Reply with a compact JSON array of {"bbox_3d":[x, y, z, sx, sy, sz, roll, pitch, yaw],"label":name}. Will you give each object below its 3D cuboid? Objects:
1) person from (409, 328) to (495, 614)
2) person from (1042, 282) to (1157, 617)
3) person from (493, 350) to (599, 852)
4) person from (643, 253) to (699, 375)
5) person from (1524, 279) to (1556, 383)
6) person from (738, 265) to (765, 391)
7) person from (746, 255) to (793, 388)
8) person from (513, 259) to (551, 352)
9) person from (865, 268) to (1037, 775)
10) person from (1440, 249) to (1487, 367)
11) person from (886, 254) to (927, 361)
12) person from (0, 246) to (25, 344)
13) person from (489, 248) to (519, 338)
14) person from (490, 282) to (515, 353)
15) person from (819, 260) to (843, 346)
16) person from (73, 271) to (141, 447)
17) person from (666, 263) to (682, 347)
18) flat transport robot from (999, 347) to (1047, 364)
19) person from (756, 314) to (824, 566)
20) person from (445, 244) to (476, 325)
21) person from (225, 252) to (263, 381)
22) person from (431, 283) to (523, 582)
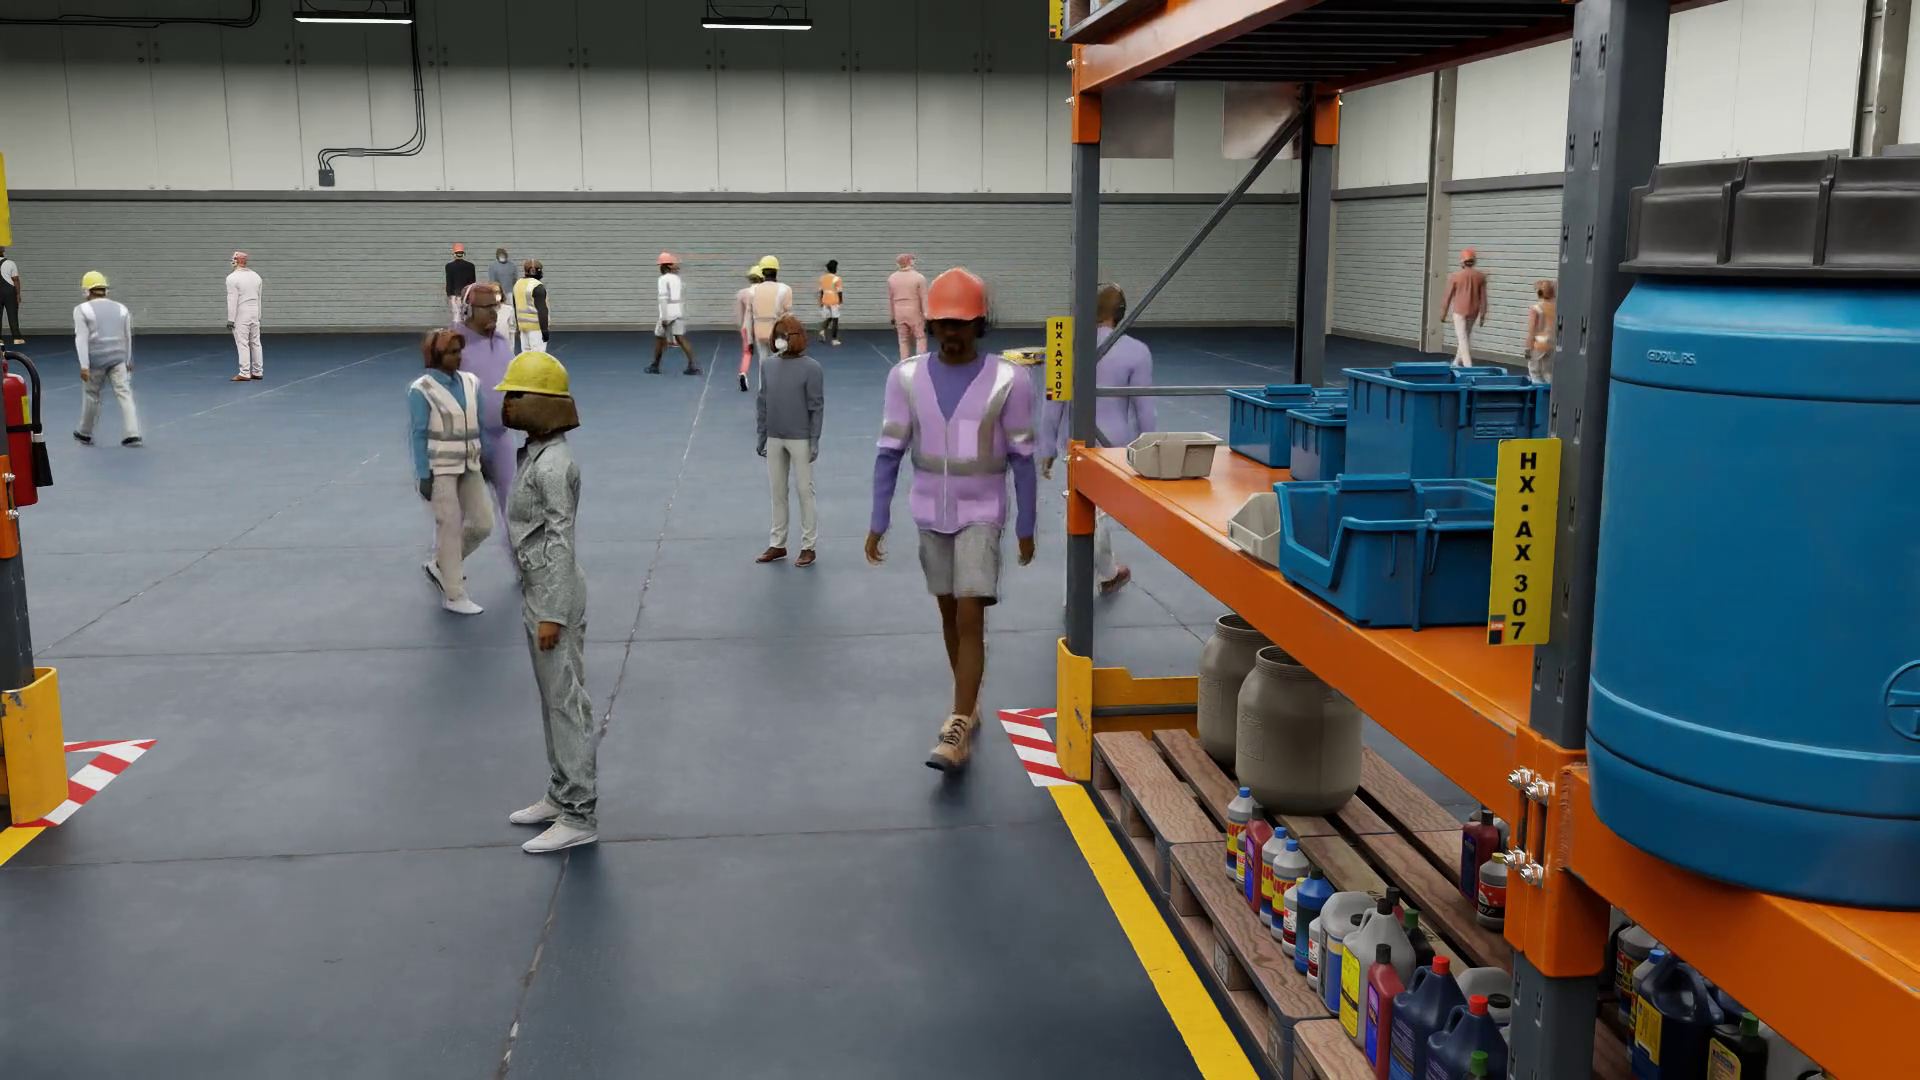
[{"bbox_3d":[-2.898,-0.388,9.419,0.409,1.625,0.542,5,11,26],"label":"person"},{"bbox_3d":[0.815,-0.529,9.542,0.637,1.875,1.041,6,12,30],"label":"person"},{"bbox_3d":[-1.455,0.211,5.829,0.286,1.746,0.490,-4,11,-21],"label":"person"},{"bbox_3d":[-4.475,-3.504,25.812,0.999,1.893,0.562,5,12,27],"label":"person"},{"bbox_3d":[6.939,-2.274,19.758,0.538,1.625,0.423,-5,11,-25],"label":"person"},{"bbox_3d":[-2.849,-2.938,23.108,0.528,1.740,0.742,2,11,10],"label":"person"},{"bbox_3d":[-2.259,-2.431,19.848,0.603,1.910,0.442,3,11,15],"label":"person"},{"bbox_3d":[-5.625,-2.784,21.989,0.631,1.839,0.428,10,14,42],"label":"person"},{"bbox_3d":[-0.052,-0.078,6.703,0.642,1.992,0.998,4,11,20],"label":"person"},{"bbox_3d":[7.823,-3.528,25.817,0.615,1.941,1.072,-2,10,-8],"label":"person"},{"bbox_3d":[-0.778,-3.389,25.218,0.689,1.881,0.417,4,11,20],"label":"person"},{"bbox_3d":[-19.063,-4.918,33.136,0.684,2.000,0.538,-2,11,-12],"label":"person"},{"bbox_3d":[-9.537,-5.152,34.804,0.646,1.894,0.668,-6,12,-28],"label":"person"},{"bbox_3d":[-5.416,-2.217,19.522,0.522,1.588,0.846,-7,13,-35],"label":"person"},{"bbox_3d":[-2.529,-4.637,32.551,0.545,1.683,0.425,7,12,34],"label":"person"},{"bbox_3d":[-8.746,-1.840,16.977,0.945,1.779,0.623,7,12,33],"label":"person"},{"bbox_3d":[-5.583,-4.592,32.461,0.286,1.632,0.501,-9,13,-39],"label":"person"},{"bbox_3d":[1.230,-3.147,28.279,0.652,0.197,1.431,6,12,31],"label":"flat transport robot"},{"bbox_3d":[-1.115,-0.648,10.836,0.497,1.636,0.286,6,12,28],"label":"person"},{"bbox_3d":[-9.863,-4.849,32.880,0.622,1.993,0.382,-8,13,-37],"label":"person"},{"bbox_3d":[-10.641,-3.310,24.685,0.407,1.908,0.641,3,11,17],"label":"person"},{"bbox_3d":[-2.941,-0.640,10.213,0.937,1.865,0.652,6,12,29],"label":"person"}]
